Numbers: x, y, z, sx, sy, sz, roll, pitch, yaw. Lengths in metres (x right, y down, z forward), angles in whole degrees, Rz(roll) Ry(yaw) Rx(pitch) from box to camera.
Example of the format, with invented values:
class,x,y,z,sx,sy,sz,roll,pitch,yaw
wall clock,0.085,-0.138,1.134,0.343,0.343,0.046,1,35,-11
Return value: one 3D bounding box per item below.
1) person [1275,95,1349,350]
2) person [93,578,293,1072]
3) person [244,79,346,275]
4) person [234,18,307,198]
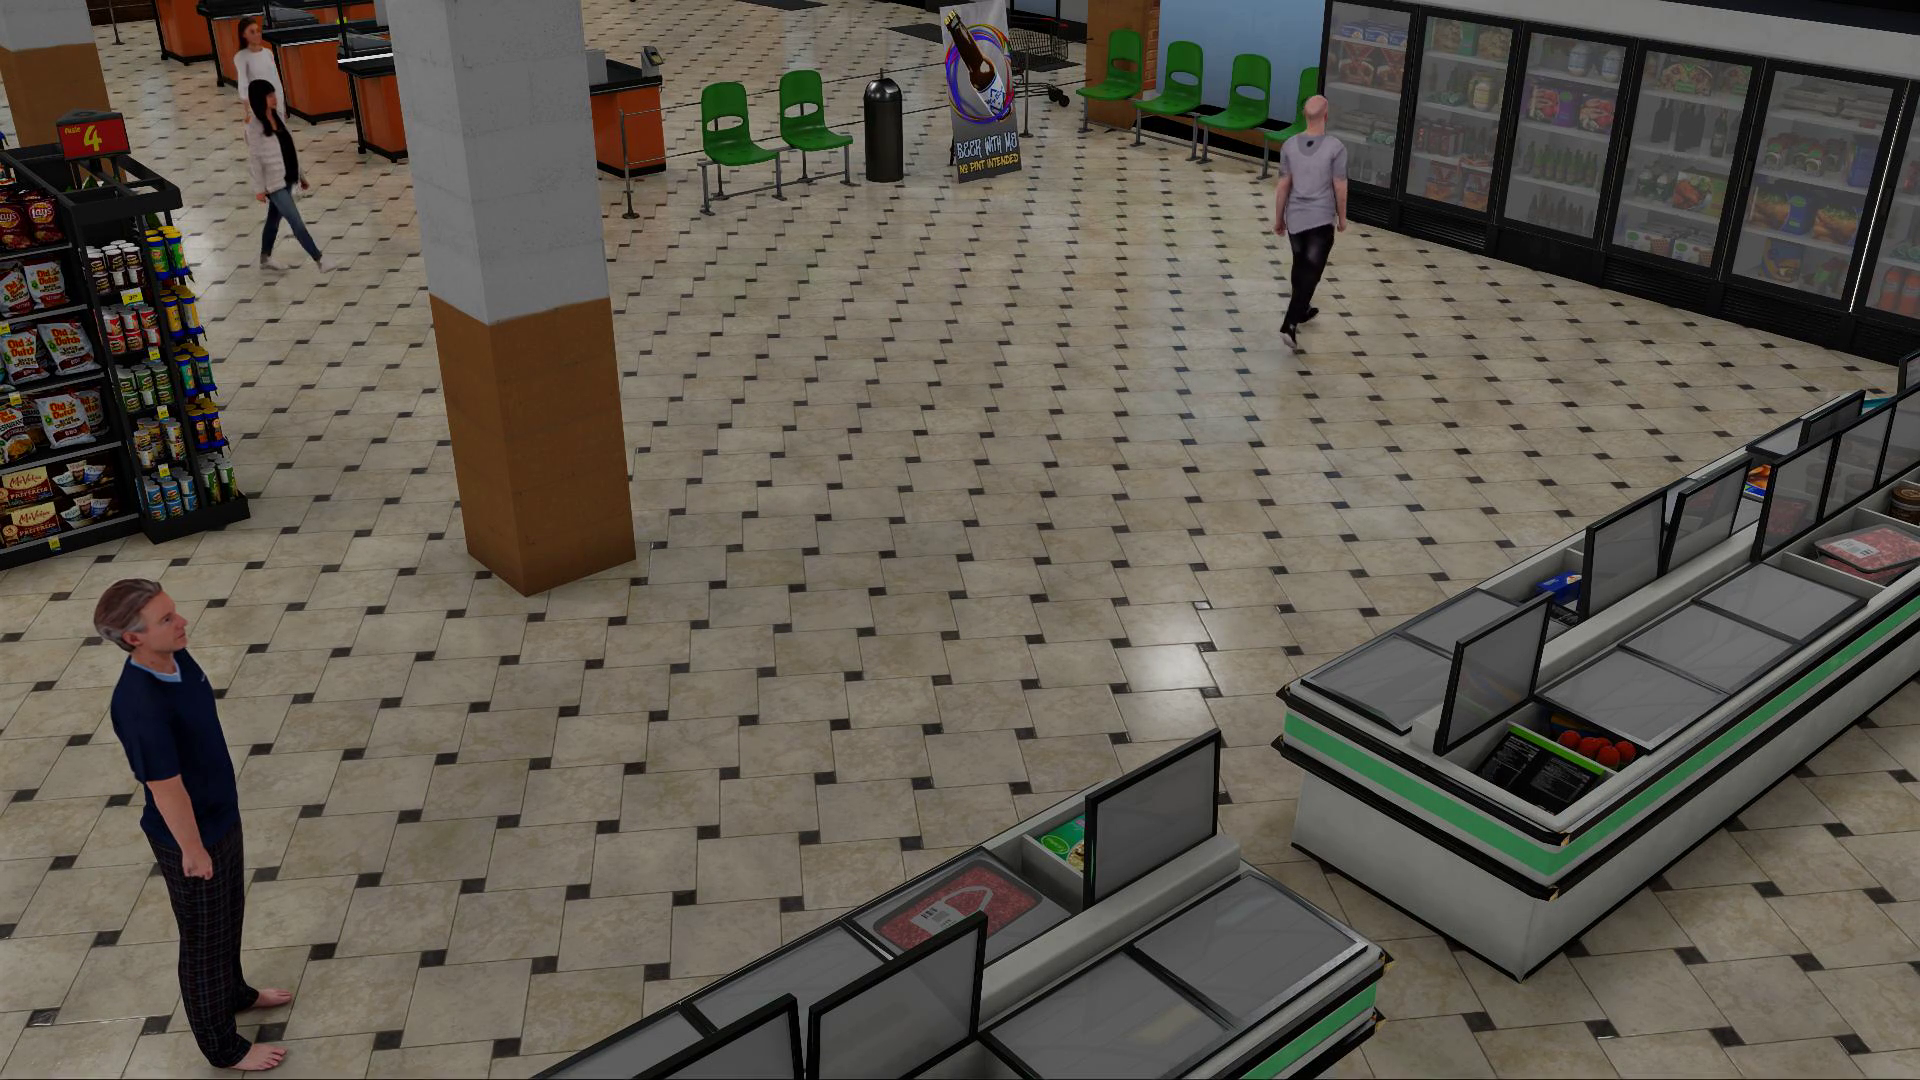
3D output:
class,x,y,z,sx,sy,sz,roll,pitch,yaw
person,2.541,-2.299,12.198,0.882,1.798,1.315,18,32,31
person,-2.624,0.966,5.681,0.722,1.871,0.739,-5,27,-10
person,-5.698,-2.952,13.710,1.101,1.596,1.060,3,27,6
person,-6.728,-4.138,15.971,0.935,1.666,1.053,12,29,23
